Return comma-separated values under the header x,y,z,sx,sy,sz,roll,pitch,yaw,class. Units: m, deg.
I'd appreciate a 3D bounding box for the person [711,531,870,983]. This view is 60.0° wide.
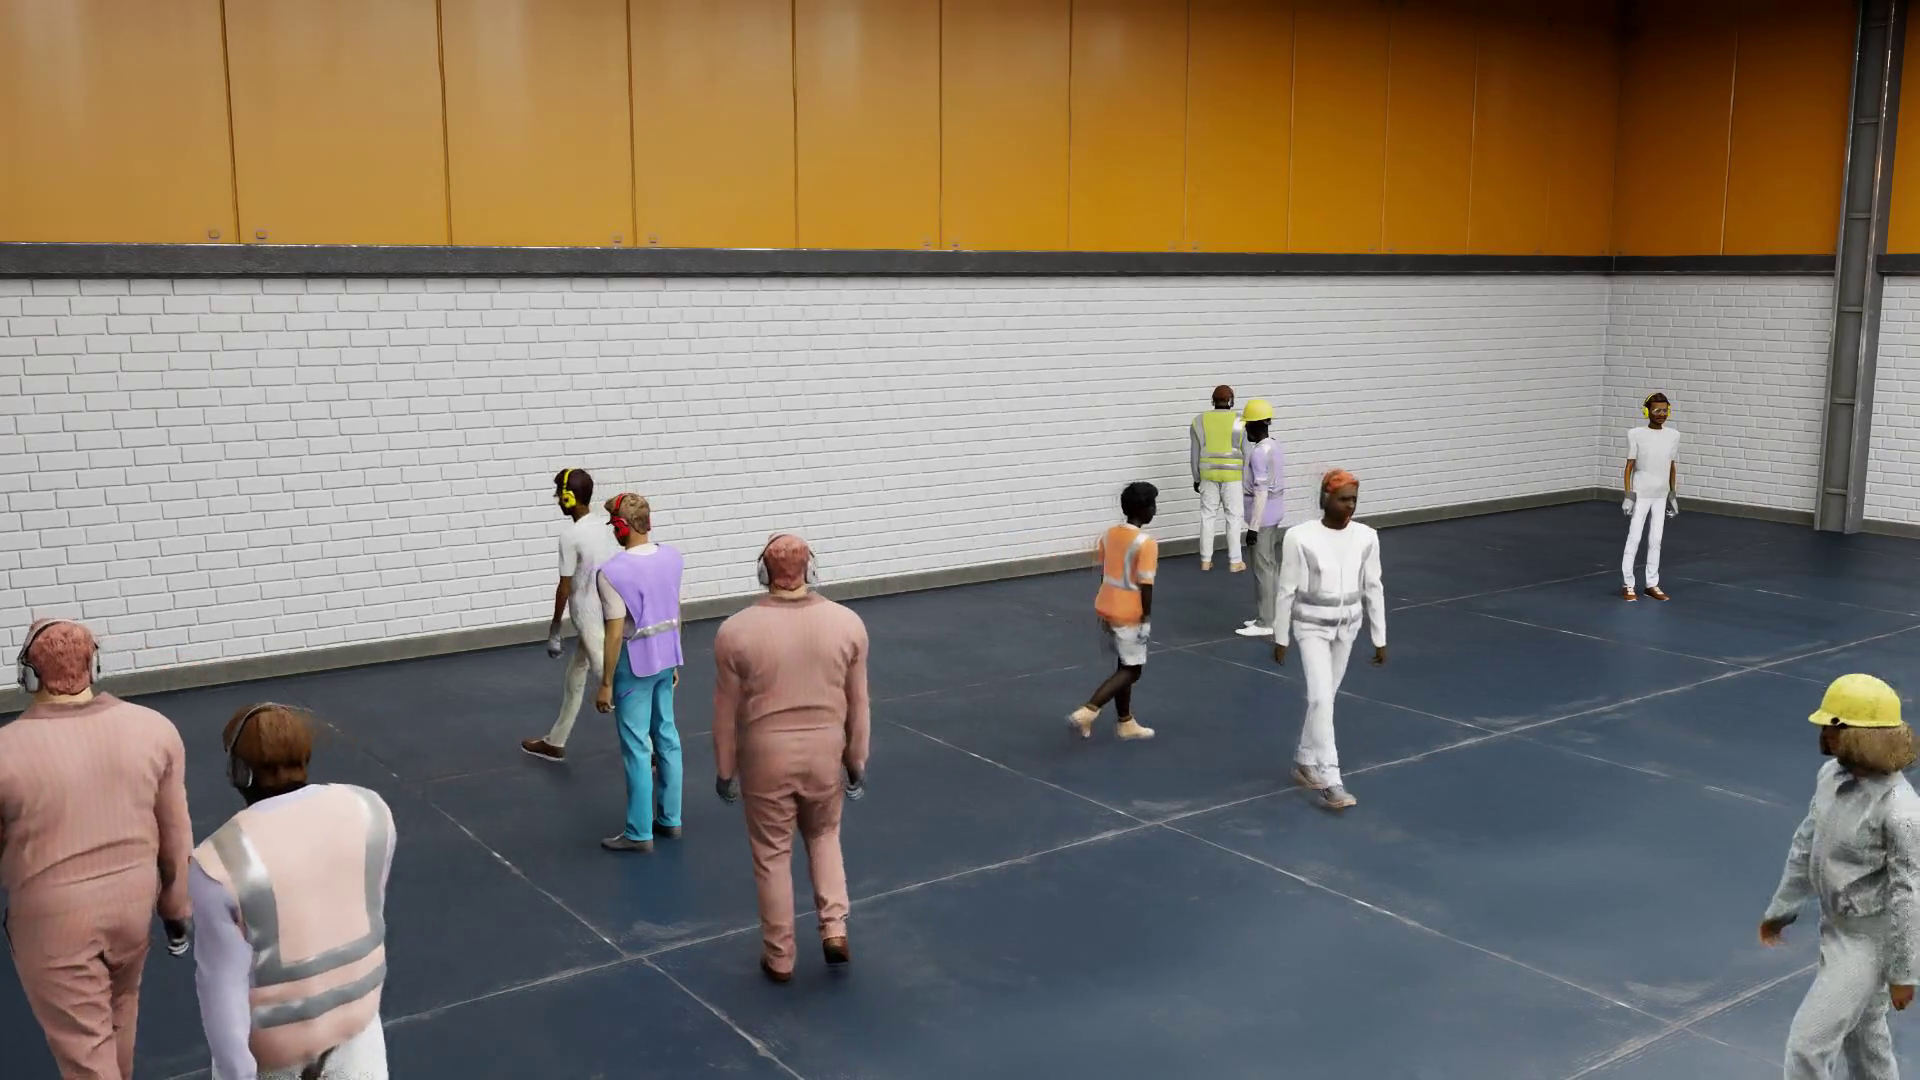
x,y,z,sx,sy,sz,roll,pitch,yaw,class
-0.707,0.903,6.895,0.648,1.895,0.418,-3,10,-20,person

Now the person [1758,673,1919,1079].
x,y,z,sx,sy,sz,roll,pitch,yaw,class
2.720,1.260,5.224,0.744,1.719,0.500,1,9,6,person

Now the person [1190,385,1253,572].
x,y,z,sx,sy,sz,roll,pitch,yaw,class
2.573,-0.603,16.327,0.626,1.842,0.429,4,10,21,person

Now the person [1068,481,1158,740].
x,y,z,sx,sy,sz,roll,pitch,yaw,class
0.948,0.466,10.238,0.611,1.666,0.567,-4,10,-25,person

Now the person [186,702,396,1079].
x,y,z,sx,sy,sz,roll,pitch,yaw,class
-1.785,1.331,4.570,0.973,1.801,0.606,8,12,40,person

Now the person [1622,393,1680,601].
x,y,z,sx,sy,sz,roll,pitch,yaw,class
6.177,-0.383,14.870,0.511,1.872,0.328,-1,9,-7,person

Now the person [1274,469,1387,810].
x,y,z,sx,sy,sz,roll,pitch,yaw,class
2.094,0.546,9.184,0.599,1.848,0.919,-3,10,-17,person

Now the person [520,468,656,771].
x,y,z,sx,sy,sz,roll,pitch,yaw,class
-2.172,0.478,9.785,1.019,1.812,0.530,3,10,18,person

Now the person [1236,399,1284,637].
x,y,z,sx,sy,sz,roll,pitch,yaw,class
2.415,-0.180,13.453,0.384,1.922,0.594,4,10,23,person

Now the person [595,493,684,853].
x,y,z,sx,sy,sz,roll,pitch,yaw,class
-1.612,0.675,8.448,0.390,1.838,0.564,5,11,30,person

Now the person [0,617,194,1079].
x,y,z,sx,sy,sz,roll,pitch,yaw,class
-2.847,1.169,5.278,0.897,1.869,0.657,7,11,36,person
